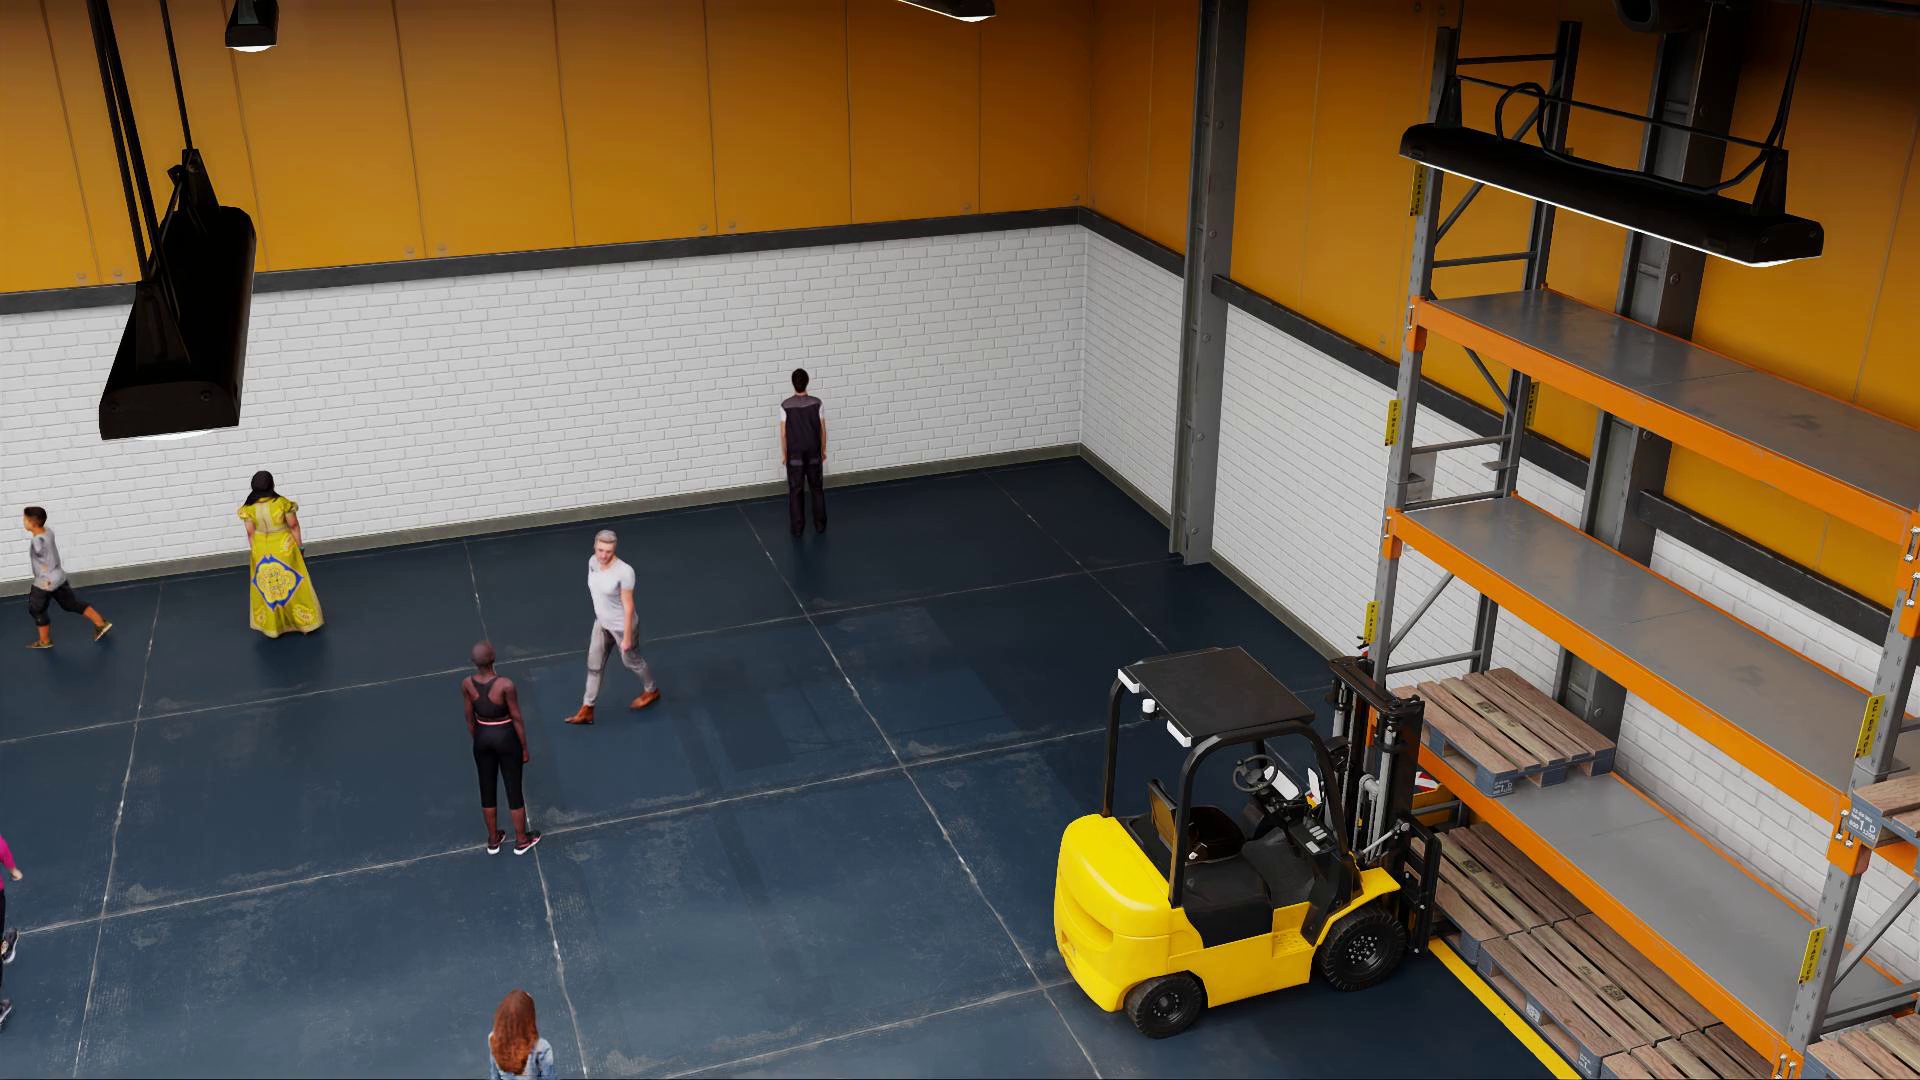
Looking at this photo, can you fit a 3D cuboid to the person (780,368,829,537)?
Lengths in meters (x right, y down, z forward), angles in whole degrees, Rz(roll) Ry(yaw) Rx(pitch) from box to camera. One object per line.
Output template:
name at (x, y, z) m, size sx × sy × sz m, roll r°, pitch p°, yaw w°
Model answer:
person at (-1.671, -0.943, 17.837) m, size 0.679 × 1.847 × 0.623 m, roll -5°, pitch 24°, yaw -11°

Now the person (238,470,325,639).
person at (-6.425, 0.126, 15.627) m, size 0.884 × 1.660 × 0.812 m, roll -5°, pitch 24°, yaw -12°

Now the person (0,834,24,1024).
person at (-6.296, 2.323, 10.612) m, size 0.715 × 1.650 × 1.171 m, roll -4°, pitch 24°, yaw -9°

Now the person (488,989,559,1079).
person at (-2.395, 3.106, 9.060) m, size 0.871 × 1.458 × 1.003 m, roll 6°, pitch 24°, yaw 13°

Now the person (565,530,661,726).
person at (-2.839, 0.715, 14.149) m, size 1.247 × 1.763 × 1.168 m, roll 20°, pitch 31°, yaw 38°

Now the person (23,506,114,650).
person at (-8.421, 0.306, 15.502) m, size 0.780 × 1.430 × 0.985 m, roll -3°, pitch 24°, yaw -7°

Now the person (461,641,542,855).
person at (-3.432, 1.529, 12.299) m, size 0.658 × 1.754 × 0.664 m, roll 2°, pitch 24°, yaw 6°
